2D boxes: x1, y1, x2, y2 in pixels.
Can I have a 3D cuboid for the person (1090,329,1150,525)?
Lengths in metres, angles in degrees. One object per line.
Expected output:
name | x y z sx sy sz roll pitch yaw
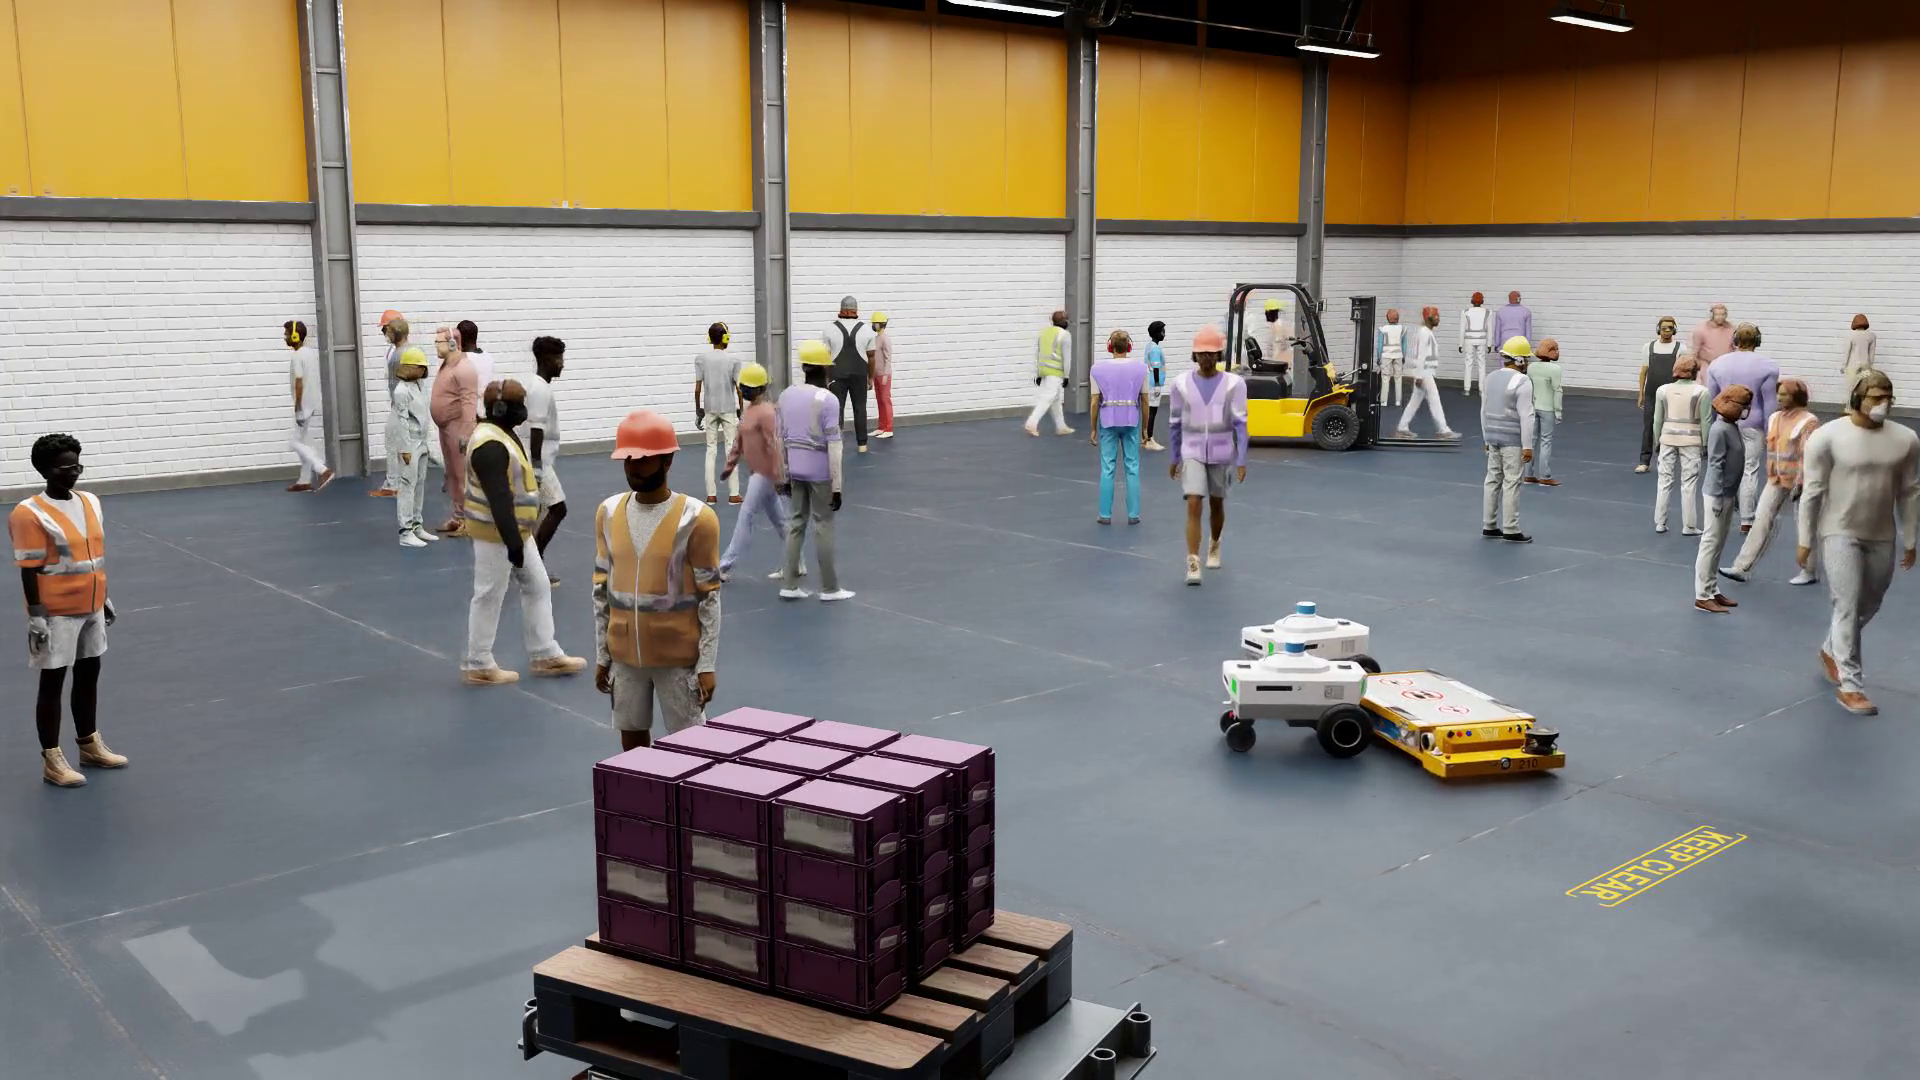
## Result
person | 1.500 -1.053 15.665 0.565 1.850 0.390 0 10 -1

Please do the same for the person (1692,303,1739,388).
person | 10.947 -2.512 24.158 0.631 1.866 0.915 0 10 0

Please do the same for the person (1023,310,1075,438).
person | 1.252 -2.340 23.397 0.972 1.796 0.637 -6 12 -33

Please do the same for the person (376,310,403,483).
person | -6.302 -1.605 18.635 0.367 1.935 0.552 -6 11 -30

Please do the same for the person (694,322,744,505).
person | -2.452 -1.287 16.990 0.535 1.865 0.312 1 10 5

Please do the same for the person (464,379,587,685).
person | -2.568 -0.036 9.803 0.804 1.812 0.663 -1 10 -5

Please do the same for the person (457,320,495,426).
person | -4.706 -1.178 16.208 0.399 1.915 0.589 2 10 9

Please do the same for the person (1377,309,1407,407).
person | 7.258 -3.049 27.966 0.511 1.641 0.307 -1 10 -6

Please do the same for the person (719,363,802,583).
person | -1.629 -0.505 12.830 0.896 1.715 0.606 -3 10 -19

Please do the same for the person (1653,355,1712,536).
person | 6.556 -0.856 15.124 0.514 1.640 0.309 10 14 44

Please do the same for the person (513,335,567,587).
person | -3.215 -0.597 12.755 0.514 1.932 0.613 -5 11 -26

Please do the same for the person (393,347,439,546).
person | -4.782 -0.822 14.625 0.325 1.740 0.493 0 10 3

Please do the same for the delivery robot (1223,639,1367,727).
delivery robot | 1.721 0.754 8.593 0.707 0.478 0.477 0 10 2

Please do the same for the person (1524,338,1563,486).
person | 6.468 -1.415 18.413 0.280 1.633 0.503 -5 11 -25

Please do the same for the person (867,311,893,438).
person | -1.114 -2.305 23.237 0.317 1.769 0.522 -4 10 -22

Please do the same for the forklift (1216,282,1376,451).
forklift | 4.328 -2.346 22.227 2.313 2.155 1.214 3 10 16

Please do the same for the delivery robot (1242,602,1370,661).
delivery robot | 1.971 0.598 9.501 0.707 0.478 0.477 -4 10 -22

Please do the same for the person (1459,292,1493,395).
person | 9.386 -3.568 30.290 0.577 1.882 0.349 2 10 11

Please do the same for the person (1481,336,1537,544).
person | 4.879 -0.888 14.750 0.404 1.830 0.601 -4 10 -21

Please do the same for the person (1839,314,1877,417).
person | 14.068 -2.722 26.068 0.498 1.633 0.286 0 10 0

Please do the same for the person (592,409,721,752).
person | -1.218 0.447 6.621 0.543 1.939 0.360 3 10 15

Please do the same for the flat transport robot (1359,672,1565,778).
flat transport robot | 2.467 0.923 8.708 0.652 0.197 1.431 -2 10 -14

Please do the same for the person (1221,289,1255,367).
person | 4.532 -3.071 27.036 0.605 2.016 0.943 6 11 31

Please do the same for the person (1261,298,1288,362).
person | 4.834 -2.700 25.137 0.594 1.905 0.586 0 10 3

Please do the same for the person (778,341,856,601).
person | -1.095 -0.486 12.221 0.629 1.932 0.568 8 12 38

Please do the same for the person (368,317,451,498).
person | -5.766 -1.391 17.488 0.904 1.910 0.640 -3 10 -14

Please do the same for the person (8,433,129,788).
person | -4.298 0.327 8.026 0.315 1.698 0.541 2 10 12

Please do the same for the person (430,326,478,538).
person | -4.591 -0.982 15.080 0.403 1.905 0.651 -6 12 -33

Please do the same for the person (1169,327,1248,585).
person | 1.958 -0.684 13.129 0.622 1.990 1.086 2 10 10

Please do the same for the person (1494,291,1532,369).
person | 10.077 -3.583 30.328 0.640 1.904 0.401 4 10 22

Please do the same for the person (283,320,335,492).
person | -7.038 -1.422 17.812 0.526 1.858 0.557 0 10 -2

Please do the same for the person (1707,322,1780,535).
person | 7.122 -1.014 15.175 0.630 1.940 0.371 9 13 42

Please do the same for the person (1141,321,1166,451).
person | 2.539 -2.019 21.758 0.317 1.697 0.540 0 10 -2

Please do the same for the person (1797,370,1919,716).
person | 5.113 -0.024 9.483 0.643 1.910 0.897 0 10 0

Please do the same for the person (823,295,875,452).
person | -1.443 -2.151 21.534 0.677 2.000 0.535 -1 10 -8

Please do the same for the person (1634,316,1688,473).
person | 8.150 -1.676 19.327 0.517 1.845 0.331 6 12 33

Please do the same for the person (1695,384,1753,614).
person | 5.467 -0.303 11.902 0.279 1.633 0.499 7 12 36

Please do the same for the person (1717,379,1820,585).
person | 6.285 -0.429 12.729 0.847 1.594 0.531 -3 10 -17

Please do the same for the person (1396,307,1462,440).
person | 6.504 -2.303 23.042 0.898 1.836 0.600 3 10 16
